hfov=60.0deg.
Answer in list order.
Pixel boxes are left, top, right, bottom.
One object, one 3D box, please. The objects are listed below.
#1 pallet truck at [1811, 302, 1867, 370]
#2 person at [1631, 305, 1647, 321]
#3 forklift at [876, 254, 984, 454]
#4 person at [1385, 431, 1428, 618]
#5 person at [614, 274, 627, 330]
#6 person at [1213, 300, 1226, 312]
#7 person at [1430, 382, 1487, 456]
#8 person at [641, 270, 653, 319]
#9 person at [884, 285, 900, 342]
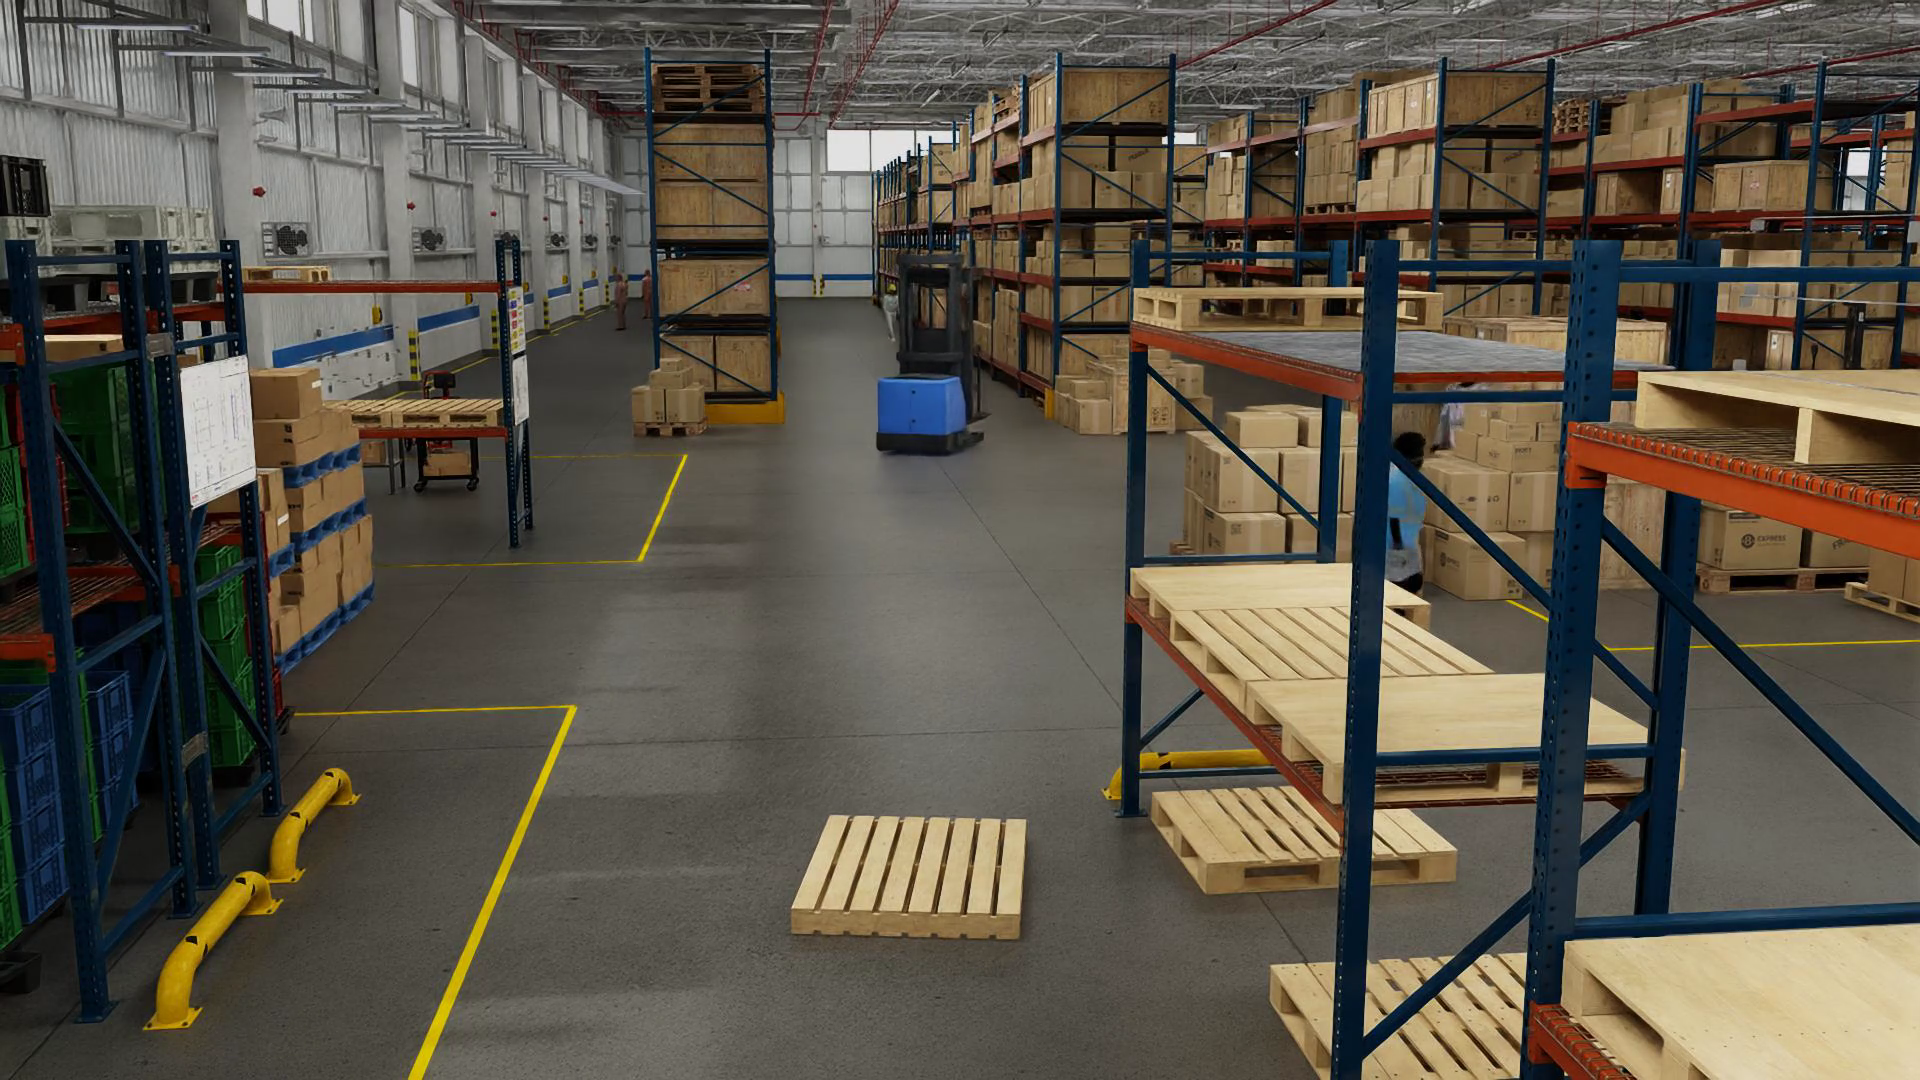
[{"bbox_3d":[15.846,-3.142,28.793,1.885,1.965,0.823,2,10,12],"label":"pallet truck"},{"bbox_3d":[12.529,-3.429,30.857,0.428,1.837,0.629,-1,10,-7],"label":"person"},{"bbox_3d":[-0.436,-2.727,24.042,1.129,2.768,1.873,3,11,17],"label":"forklift"},{"bbox_3d":[3.222,0.018,12.194,0.424,1.659,0.568,8,13,36],"label":"person"},{"bbox_3d":[-11.455,-8.018,56.111,0.404,1.899,0.660,1,10,3],"label":"person"},{"bbox_3d":[7.910,-6.891,50.149,0.978,1.789,0.618,-1,10,-7],"label":"person"},{"bbox_3d":[5.306,-1.036,17.454,0.985,1.893,0.551,-4,11,-23],"label":"person"},{"bbox_3d":[-12.088,-9.523,64.444,0.402,1.896,0.652,7,13,35],"label":"person"},{"bbox_3d":[-2.040,-6.801,49.924,0.490,1.686,0.918,-4,11,-23],"label":"person"}]
